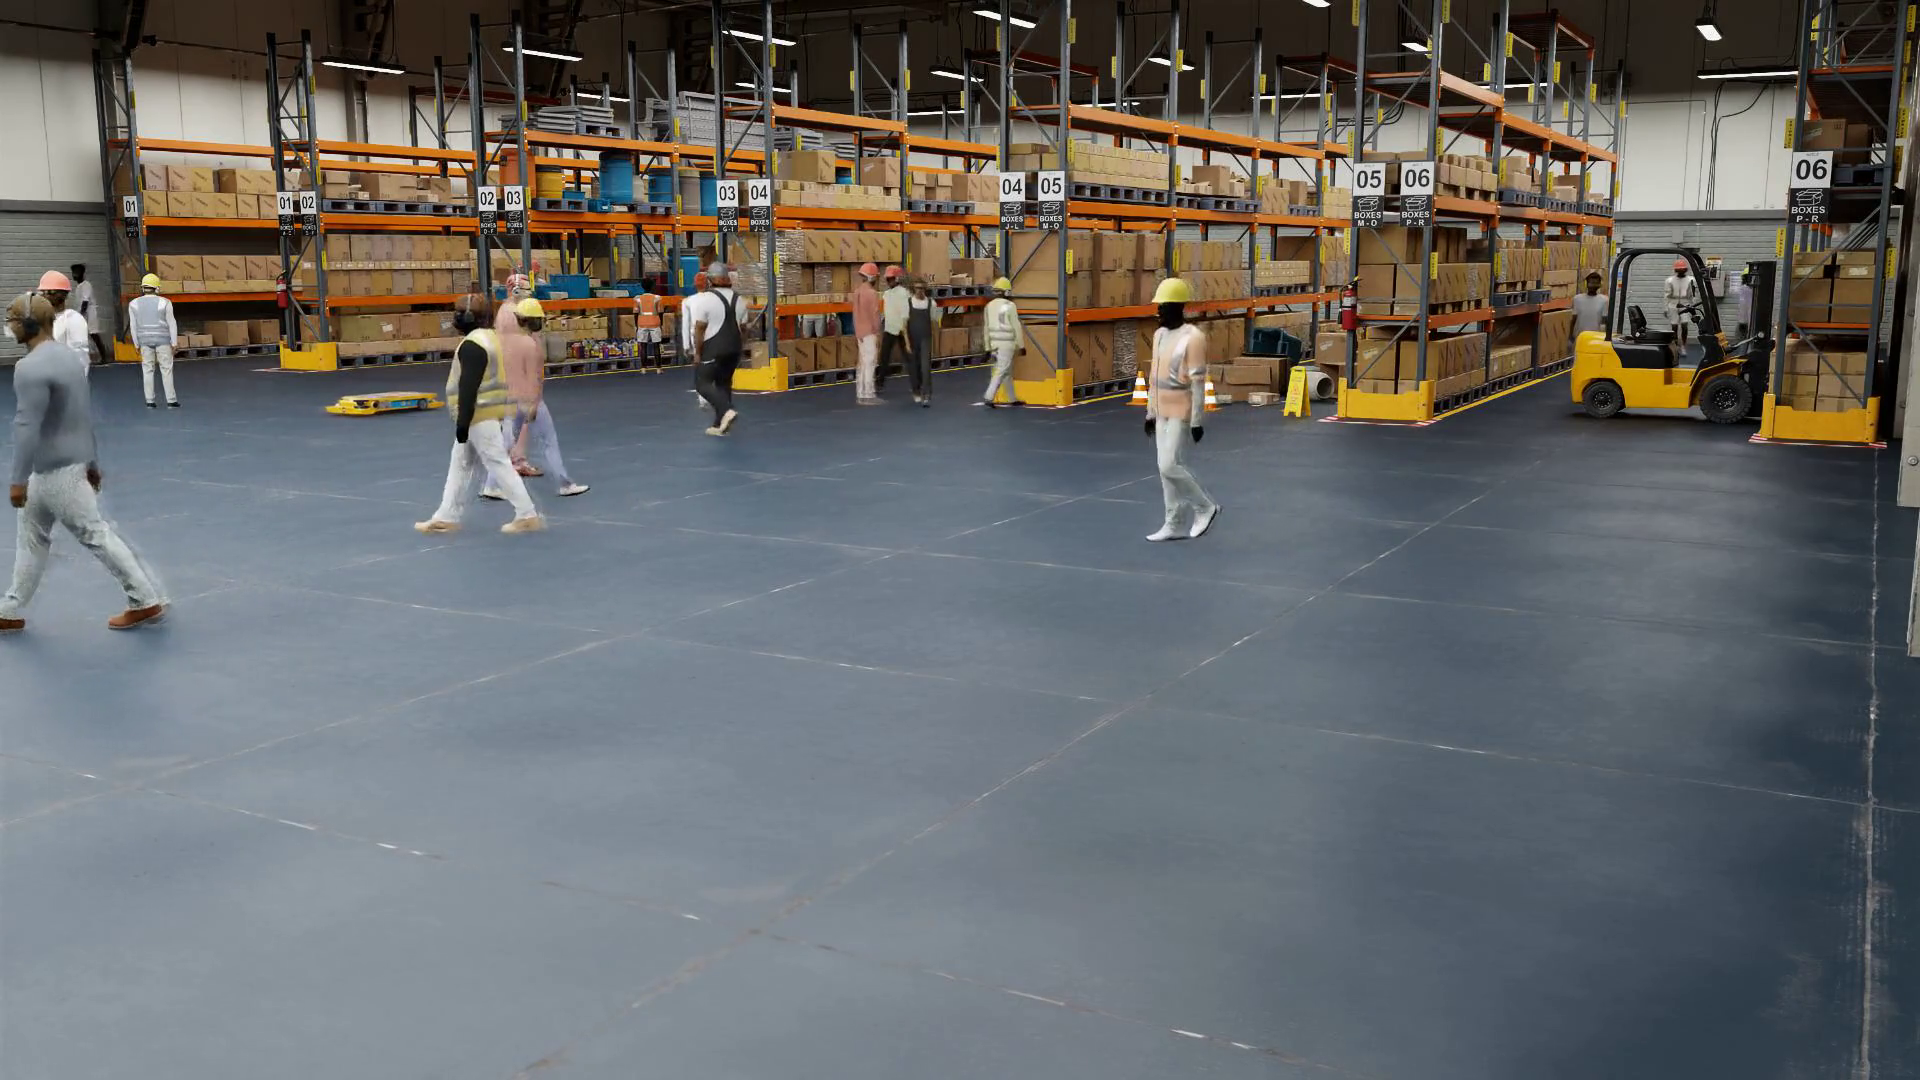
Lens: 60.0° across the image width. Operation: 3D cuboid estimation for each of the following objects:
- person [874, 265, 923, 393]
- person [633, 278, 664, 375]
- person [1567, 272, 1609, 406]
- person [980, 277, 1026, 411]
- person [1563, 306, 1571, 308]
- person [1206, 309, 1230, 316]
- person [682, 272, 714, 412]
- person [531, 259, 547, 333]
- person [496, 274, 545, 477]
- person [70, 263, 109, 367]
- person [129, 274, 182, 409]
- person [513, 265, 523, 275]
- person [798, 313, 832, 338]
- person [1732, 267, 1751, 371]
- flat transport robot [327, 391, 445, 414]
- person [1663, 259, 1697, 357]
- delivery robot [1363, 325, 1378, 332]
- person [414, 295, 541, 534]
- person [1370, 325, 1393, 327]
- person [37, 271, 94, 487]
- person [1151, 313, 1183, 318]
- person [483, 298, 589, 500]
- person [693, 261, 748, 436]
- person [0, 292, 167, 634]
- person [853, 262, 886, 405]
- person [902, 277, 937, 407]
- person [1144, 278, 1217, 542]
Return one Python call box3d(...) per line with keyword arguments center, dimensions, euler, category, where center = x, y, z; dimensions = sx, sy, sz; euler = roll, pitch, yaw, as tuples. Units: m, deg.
box3d(center=(-0.947, -3.208, 25.329), dimensions=(0.609, 1.951, 1.049), euler=(9, 13, 42), category="person")
box3d(center=(-5.436, -3.729, 29.073), dimensions=(0.529, 1.697, 0.321), euler=(-1, 10, -8), category="person")
box3d(center=(8.651, -2.748, 22.861), dimensions=(0.570, 1.852, 0.594), euler=(4, 10, 21), category="person")
box3d(center=(0.575, -2.643, 22.435), dimensions=(0.875, 1.800, 0.593), euler=(-7, 12, -34), category="person")
box3d(center=(13.020, -4.844, 35.928), dimensions=(0.882, 1.583, 0.529), euler=(8, 12, 38), category="person")
box3d(center=(5.270, -4.671, 33.968), dimensions=(0.546, 1.915, 0.858), euler=(5, 11, 27), category="person")
box3d(center=(-3.430, -2.645, 22.297), dimensions=(0.580, 1.892, 0.614), euler=(3, 10, 18), category="person")
box3d(center=(-8.196, -4.333, 31.693), dimensions=(0.664, 2.014, 0.590), euler=(-3, 10, -17), category="person")
box3d(center=(-4.154, -1.555, 15.740), dimensions=(0.403, 1.904, 0.651), euler=(-4, 10, -22), category="person")
box3d(center=(-16.397, -4.167, 30.963), dimensions=(0.922, 1.926, 0.622), euler=(-10, 14, -44), category="person")
box3d(center=(-10.907, -2.685, 22.562), dimensions=(0.587, 1.835, 0.403), euler=(-1, 10, -7), category="person")
box3d(center=(-8.090, -4.100, 30.638), dimensions=(0.403, 1.906, 0.652), euler=(-7, 12, -34), category="person")
box3d(center=(-2.574, -3.922, 29.537), dimensions=(0.624, 1.934, 0.364), euler=(0, 10, 2), category="person")
box3d(center=(13.913, -3.874, 29.390), dimensions=(0.630, 1.874, 0.555), euler=(-6, 11, -31), category="person")
box3d(center=(-7.638, -1.837, 22.165), dimensions=(0.652, 0.197, 1.431), euler=(5, 11, 29), category="flat transport robot")
box3d(center=(14.736, -4.743, 34.078), dimensions=(0.617, 2.007, 0.862), euler=(4, 11, 24), category="person")
box3d(center=(9.347, -4.631, 37.424), dimensions=(0.707, 0.478, 0.477), euler=(-1, 10, -9), category="delivery robot")
box3d(center=(-3.589, -0.920, 12.366), dimensions=(0.945, 1.797, 0.639), euler=(-1, 10, -8), category="person")
box3d(center=(7.406, -3.771, 28.800), dimensions=(0.560, 1.881, 1.019), euler=(5, 11, 27), category="person")
box3d(center=(-8.000, -1.418, 14.831), dimensions=(0.552, 1.942, 0.343), euler=(5, 11, 26), category="person")
box3d(center=(3.933, -4.261, 31.704), dimensions=(0.610, 1.880, 0.955), euler=(4, 11, 23), category="person")
box3d(center=(-3.677, -1.196, 14.182), dimensions=(0.911, 1.721, 0.524), euler=(-9, 13, -42), category="person")
box3d(center=(-2.741, -2.179, 18.996), dimensions=(0.653, 2.000, 0.696), euler=(8, 13, 40), category="person")
box3d(center=(-4.912, -0.400, 9.069), dimensions=(1.039, 1.887, 0.642), euler=(-3, 10, -15), category="person")
box3d(center=(-1.268, -2.890, 23.296), dimensions=(0.394, 1.992, 0.622), euler=(-6, 11, -31), category="person")
box3d(center=(-0.561, -2.764, 23.187), dimensions=(0.494, 1.795, 1.009), euler=(0, 10, -2), category="person")
box3d(center=(1.563, -0.928, 12.024), dimensions=(0.454, 1.916, 0.586), euler=(-4, 10, -22), category="person")
